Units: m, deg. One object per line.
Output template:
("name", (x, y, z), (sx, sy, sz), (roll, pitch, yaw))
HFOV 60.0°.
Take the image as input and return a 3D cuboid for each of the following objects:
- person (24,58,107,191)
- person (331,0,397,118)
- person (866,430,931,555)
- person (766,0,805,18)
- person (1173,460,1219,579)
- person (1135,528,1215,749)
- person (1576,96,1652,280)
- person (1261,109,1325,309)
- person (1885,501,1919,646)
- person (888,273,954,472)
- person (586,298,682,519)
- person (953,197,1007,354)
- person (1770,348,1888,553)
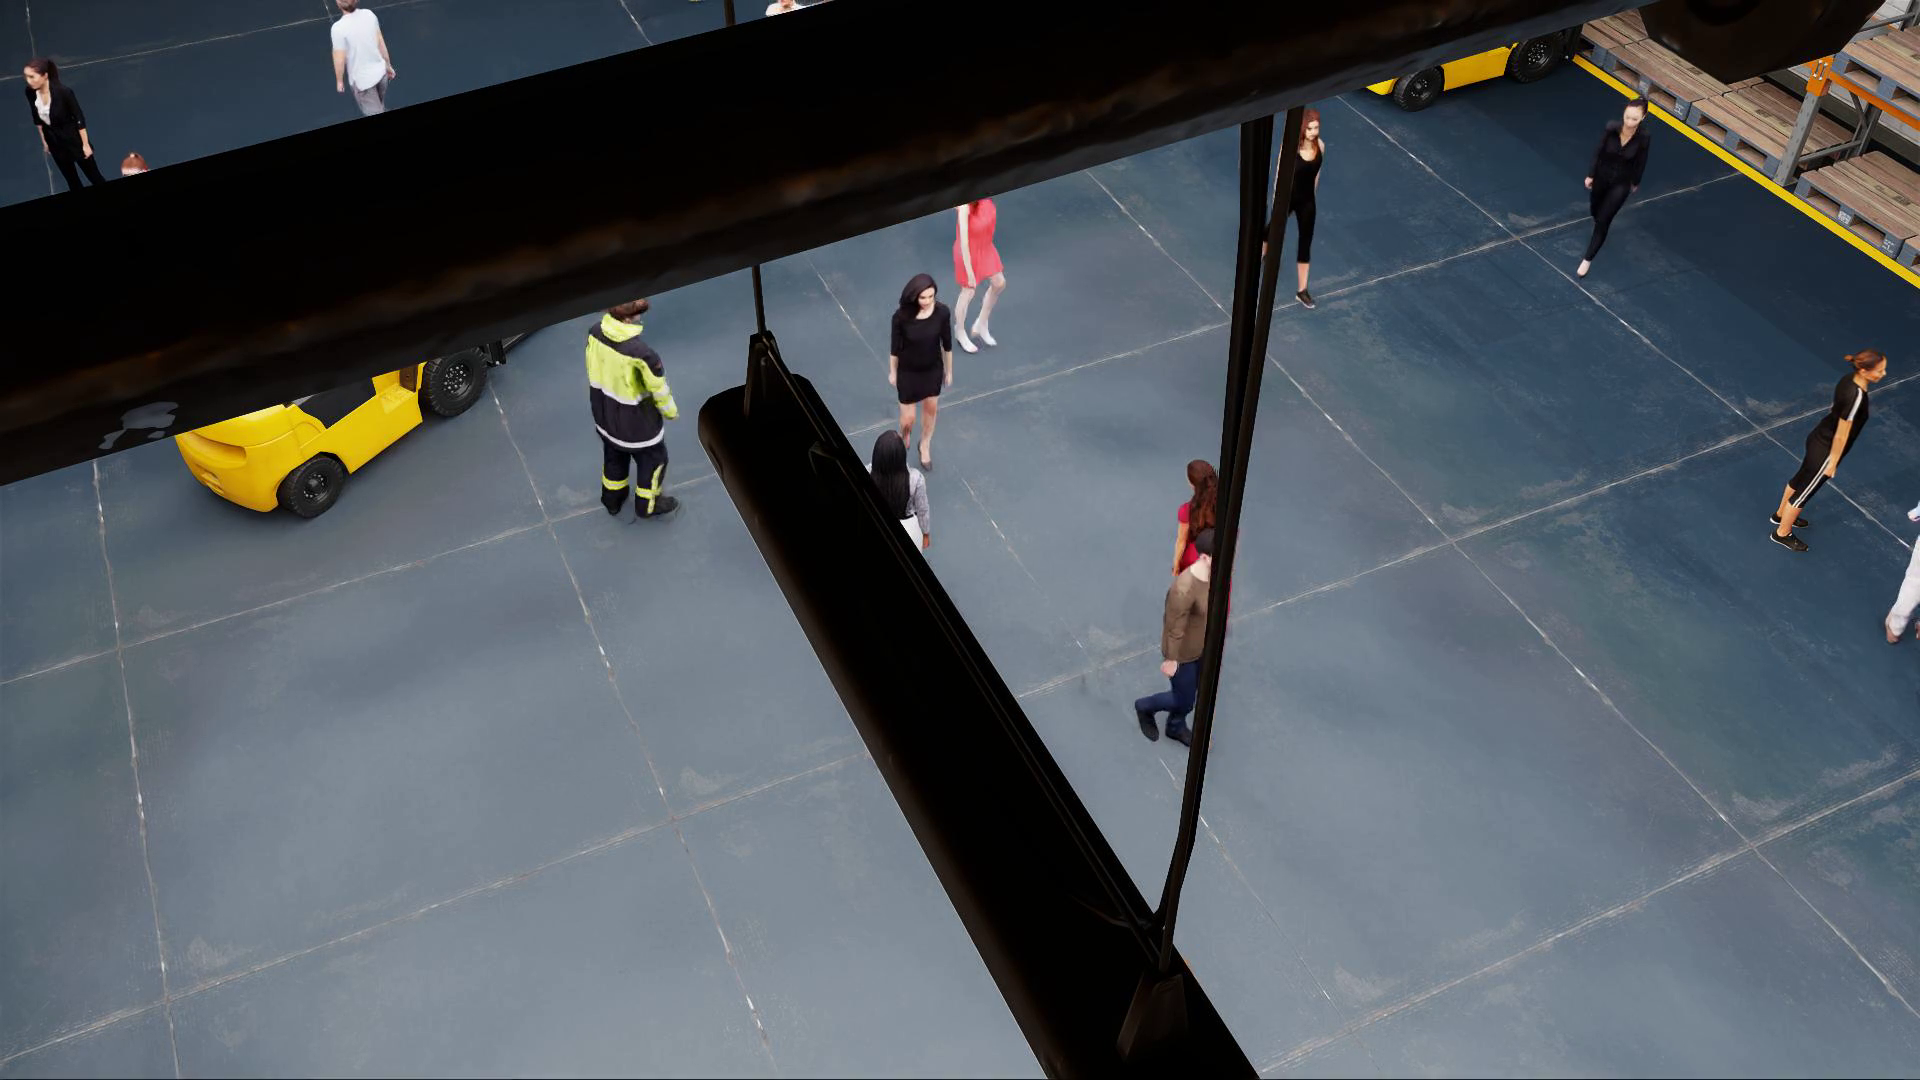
("person", (-7.866, -3.505, 14.682), (0.689, 1.661, 0.709), (4, 44, 4))
("person", (-5.386, -4.207, 15.318), (1.176, 1.801, 1.010), (25, 49, 24))
("person", (-0.424, -0.054, 11.014), (0.673, 1.725, 0.706), (8, 44, 9))
("person", (-1.565, -4.477, 15.658), (1.058, 1.723, 1.118), (15, 46, 16))
("person", (1.603, 0.173, 10.928), (0.724, 1.515, 1.067), (-5, 44, -6))
("person", (1.354, 0.584, 10.238), (0.875, 1.872, 0.814), (30, 51, 28))
("person", (5.580, -3.066, 14.217), (1.067, 1.668, 1.028), (20, 47, 20))
("person", (2.775, -2.878, 14.012), (0.711, 1.679, 1.181), (-11, 45, -11))
("person", (6.489, 0.016, 10.831), (0.818, 1.876, 0.877), (12, 45, 13))
("person", (-0.309, -1.271, 12.242), (0.672, 1.793, 0.694), (-8, 44, -8))
("person", (-2.352, -0.920, 11.760), (0.854, 1.950, 0.984), (12, 45, 13))
("person", (0.040, -2.286, 13.294), (0.789, 1.811, 0.750), (23, 48, 22))
("person", (6.105, -0.670, 11.702), (0.697, 1.668, 0.645), (16, 46, 16))
